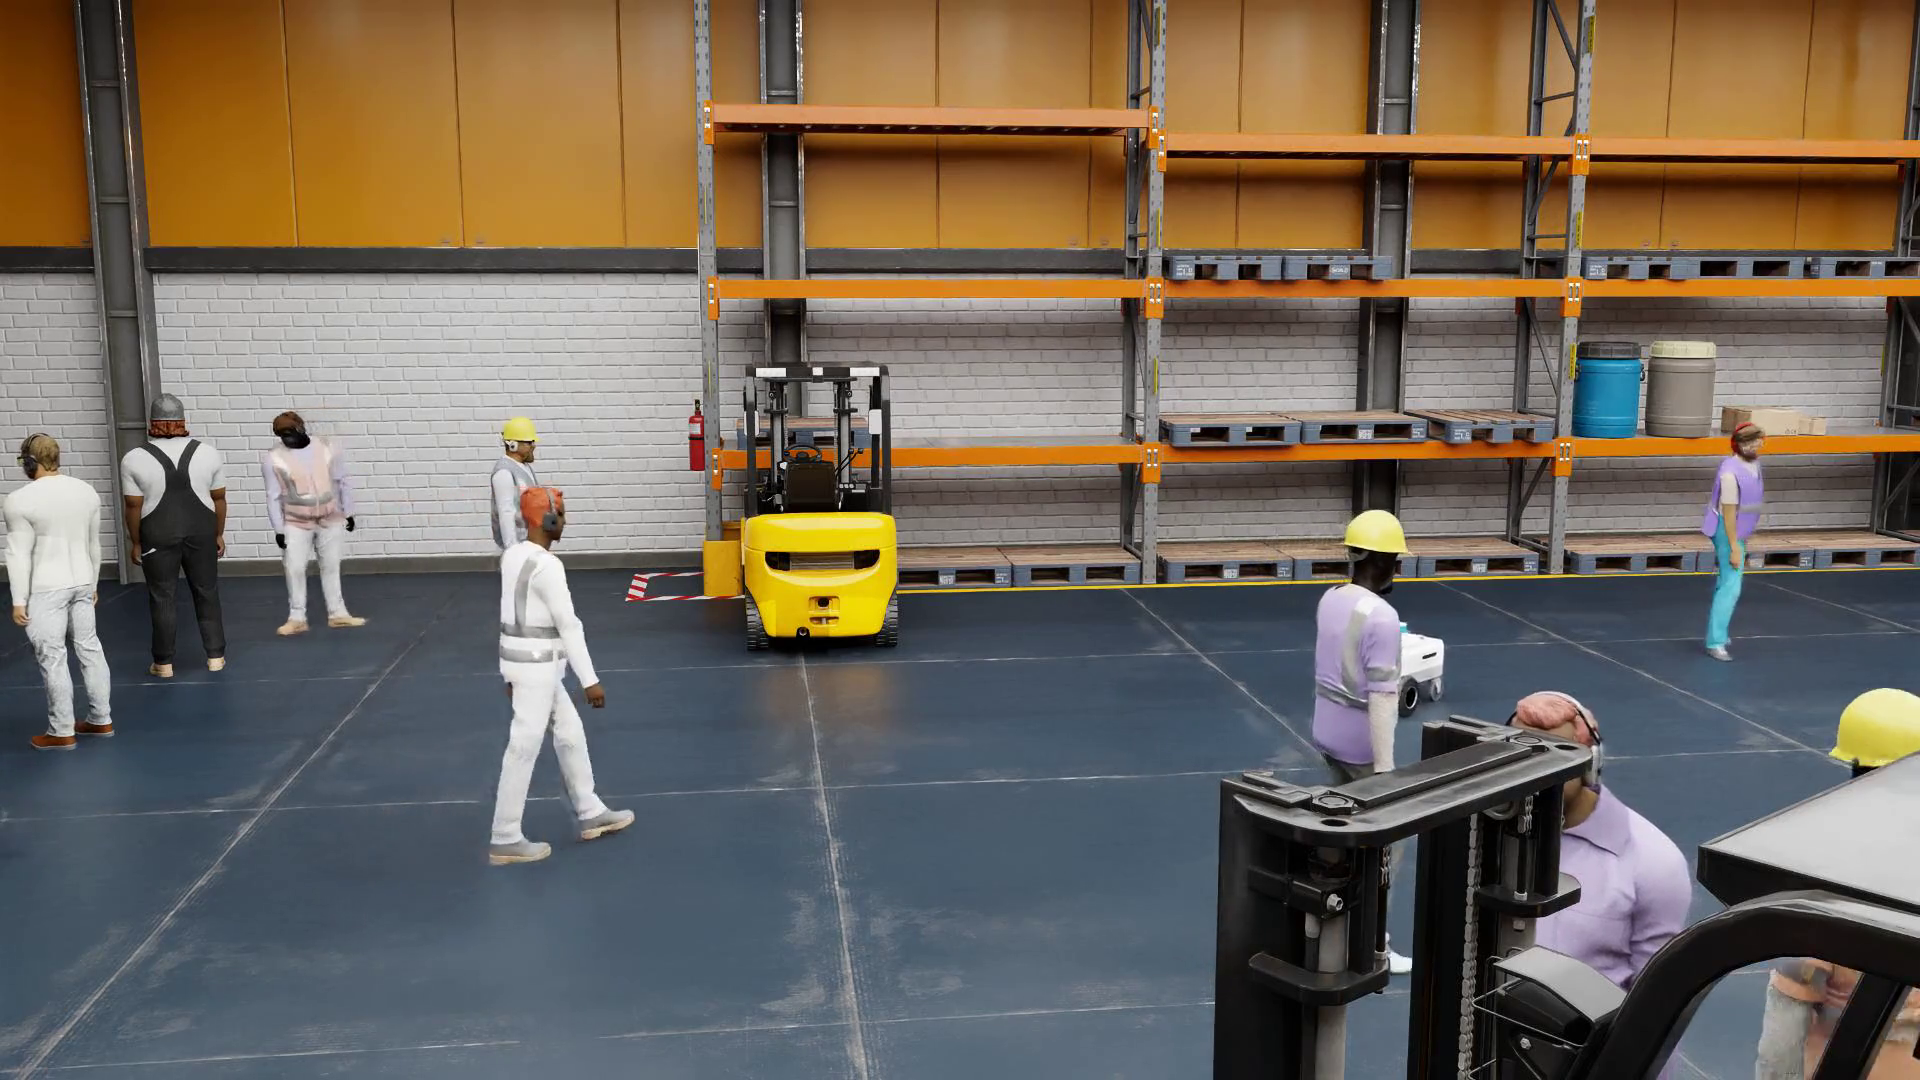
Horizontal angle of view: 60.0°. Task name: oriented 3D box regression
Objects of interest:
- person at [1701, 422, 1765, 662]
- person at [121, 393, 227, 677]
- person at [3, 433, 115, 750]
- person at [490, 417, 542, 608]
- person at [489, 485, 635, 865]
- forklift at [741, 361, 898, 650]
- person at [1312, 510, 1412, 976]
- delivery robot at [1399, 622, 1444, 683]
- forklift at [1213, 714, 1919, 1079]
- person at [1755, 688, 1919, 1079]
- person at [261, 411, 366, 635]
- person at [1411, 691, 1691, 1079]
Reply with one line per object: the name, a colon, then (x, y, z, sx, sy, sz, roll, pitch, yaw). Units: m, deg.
person: (5.814, -0.004, 12.492, 0.403, 1.806, 0.746, 7, 11, 36)
person: (-5.657, -0.043, 11.988, 0.681, 2.000, 0.538, -6, 11, -34)
person: (-5.504, 0.311, 10.150, 0.371, 1.930, 0.624, 3, 10, 20)
person: (-3.285, -0.009, 12.437, 0.404, 1.827, 0.601, 0, 9, -1)
person: (-1.962, 0.653, 8.226, 0.898, 1.845, 0.593, -5, 10, -28)
forklift: (-1.154, -0.340, 13.365, 1.214, 2.155, 2.313, -1, 9, -7)
person: (1.678, 0.830, 6.926, 0.408, 1.918, 0.641, -2, 9, -13)
delivery robot: (2.922, 0.793, 11.100, 0.707, 0.478, 0.477, -9, 13, -43)
forklift: (1.441, 1.425, 2.350, 1.214, 2.155, 2.313, -7, 12, -39)
person: (2.201, 1.303, 4.014, 0.588, 1.906, 0.422, -2, 9, -14)
person: (-5.171, -0.140, 13.359, 0.745, 1.807, 0.433, -7, 11, -37)
person: (1.401, 1.295, 4.085, 0.639, 1.900, 0.401, 7, 11, 37)
